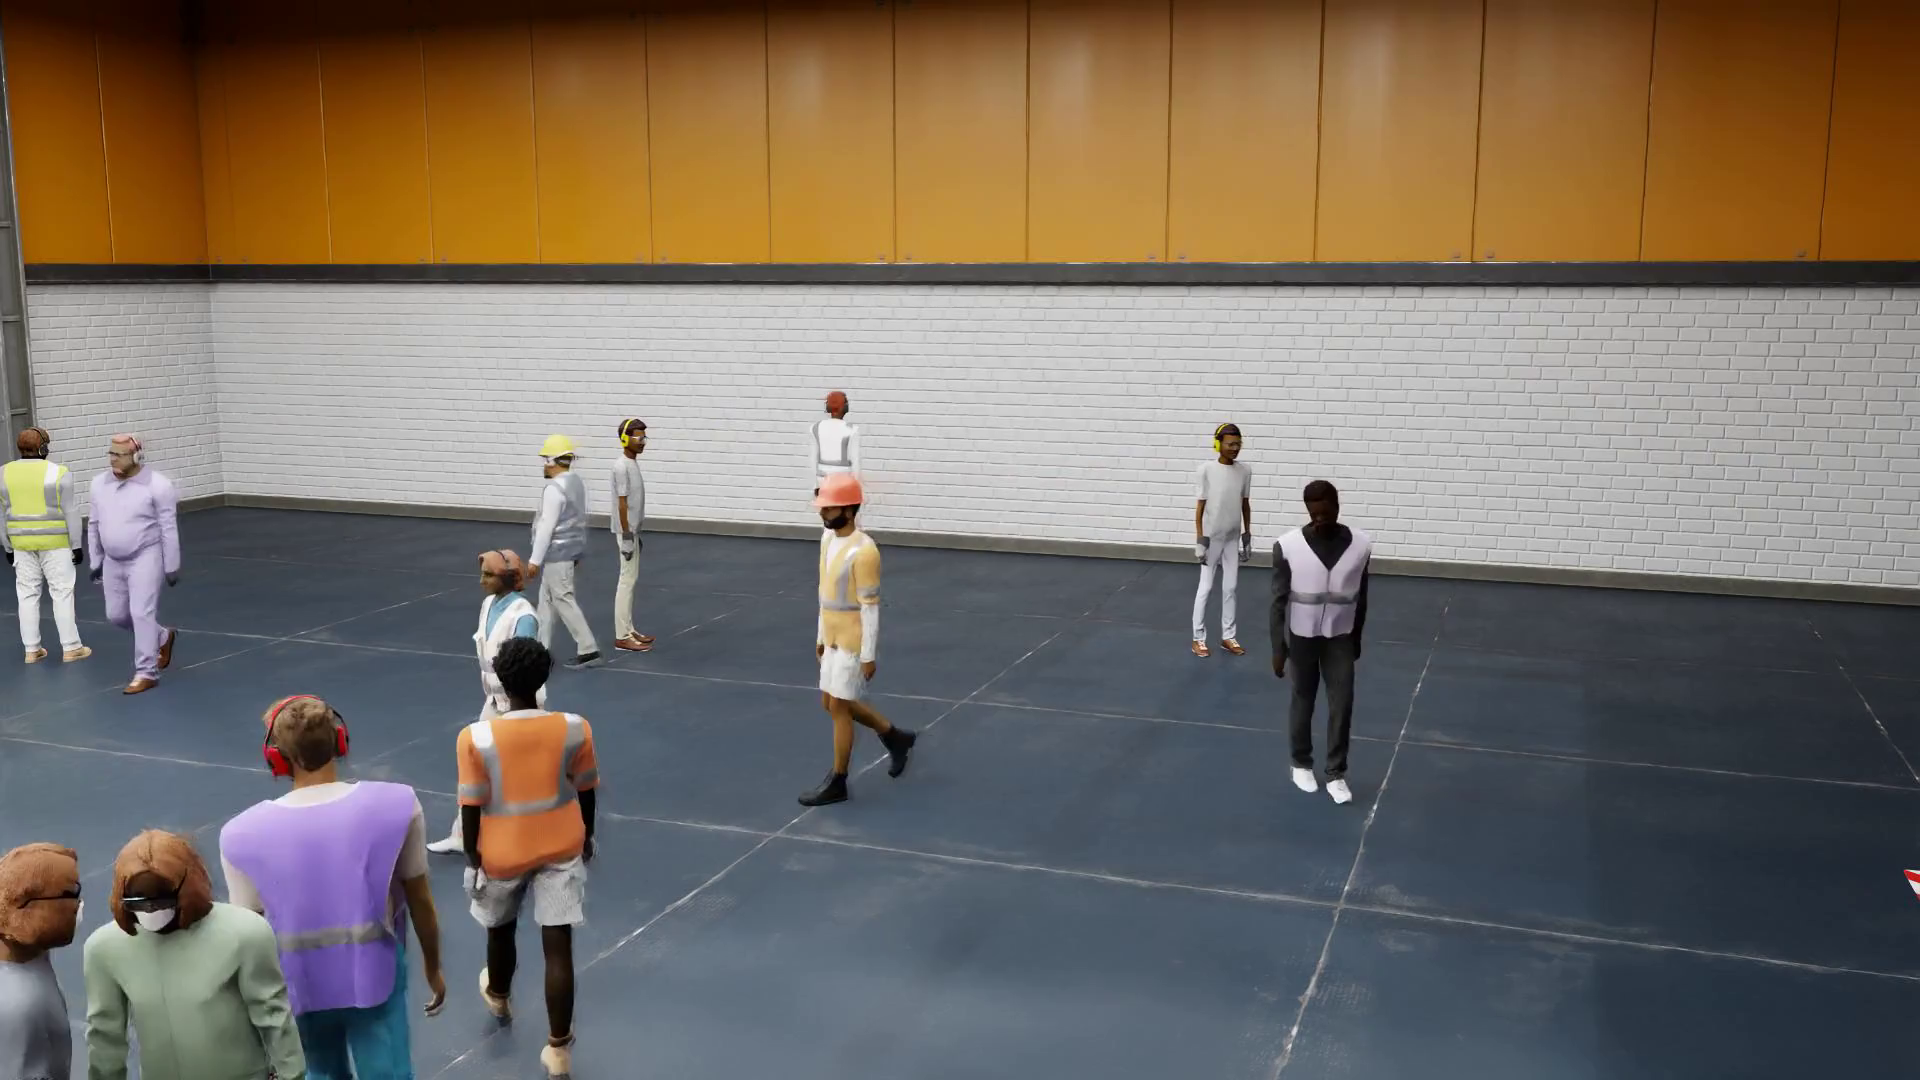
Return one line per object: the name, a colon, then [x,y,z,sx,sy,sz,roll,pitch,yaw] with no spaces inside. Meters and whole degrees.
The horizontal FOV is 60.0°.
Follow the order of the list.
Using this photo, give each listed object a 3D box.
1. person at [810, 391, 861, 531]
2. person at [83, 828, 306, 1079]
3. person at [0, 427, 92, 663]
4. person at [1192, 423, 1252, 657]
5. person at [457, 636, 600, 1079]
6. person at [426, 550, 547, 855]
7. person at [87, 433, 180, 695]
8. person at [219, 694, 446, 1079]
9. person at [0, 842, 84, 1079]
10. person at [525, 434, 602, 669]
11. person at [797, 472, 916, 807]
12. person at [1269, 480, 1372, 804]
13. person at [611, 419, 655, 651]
person: [-1.230,-0.543,16.472,0.582,1.868,0.476,4,10,22]
person: [-2.042,1.528,4.423,0.521,1.594,0.687,0,9,1]
person: [-7.124,0.043,12.924,0.624,1.844,0.429,-1,9,-5]
person: [2.080,-0.001,13.156,0.508,1.860,0.351,-3,10,-20]
person: [-1.671,1.178,6.435,0.553,1.648,0.861,-4,10,-25]
person: [-2.405,0.859,8.536,0.758,1.606,0.541,-9,13,-43]
person: [-6.003,0.143,12.167,0.648,1.884,0.678,2,9,12]
person: [-1.831,1.353,4.901,0.588,1.808,0.847,-3,10,-16]
person: [-2.394,1.556,4.256,0.379,1.611,0.527,-5,10,-29]
person: [-3.076,0.103,12.714,0.675,1.813,0.627,0,9,0]
person: [-0.593,0.553,9.520,0.699,1.924,0.562,-5,10,-27]
person: [2.051,0.571,9.533,0.609,1.872,0.720,0,9,-3]
person: [-2.645,-0.046,13.400,0.317,1.865,0.523,0,9,-3]
